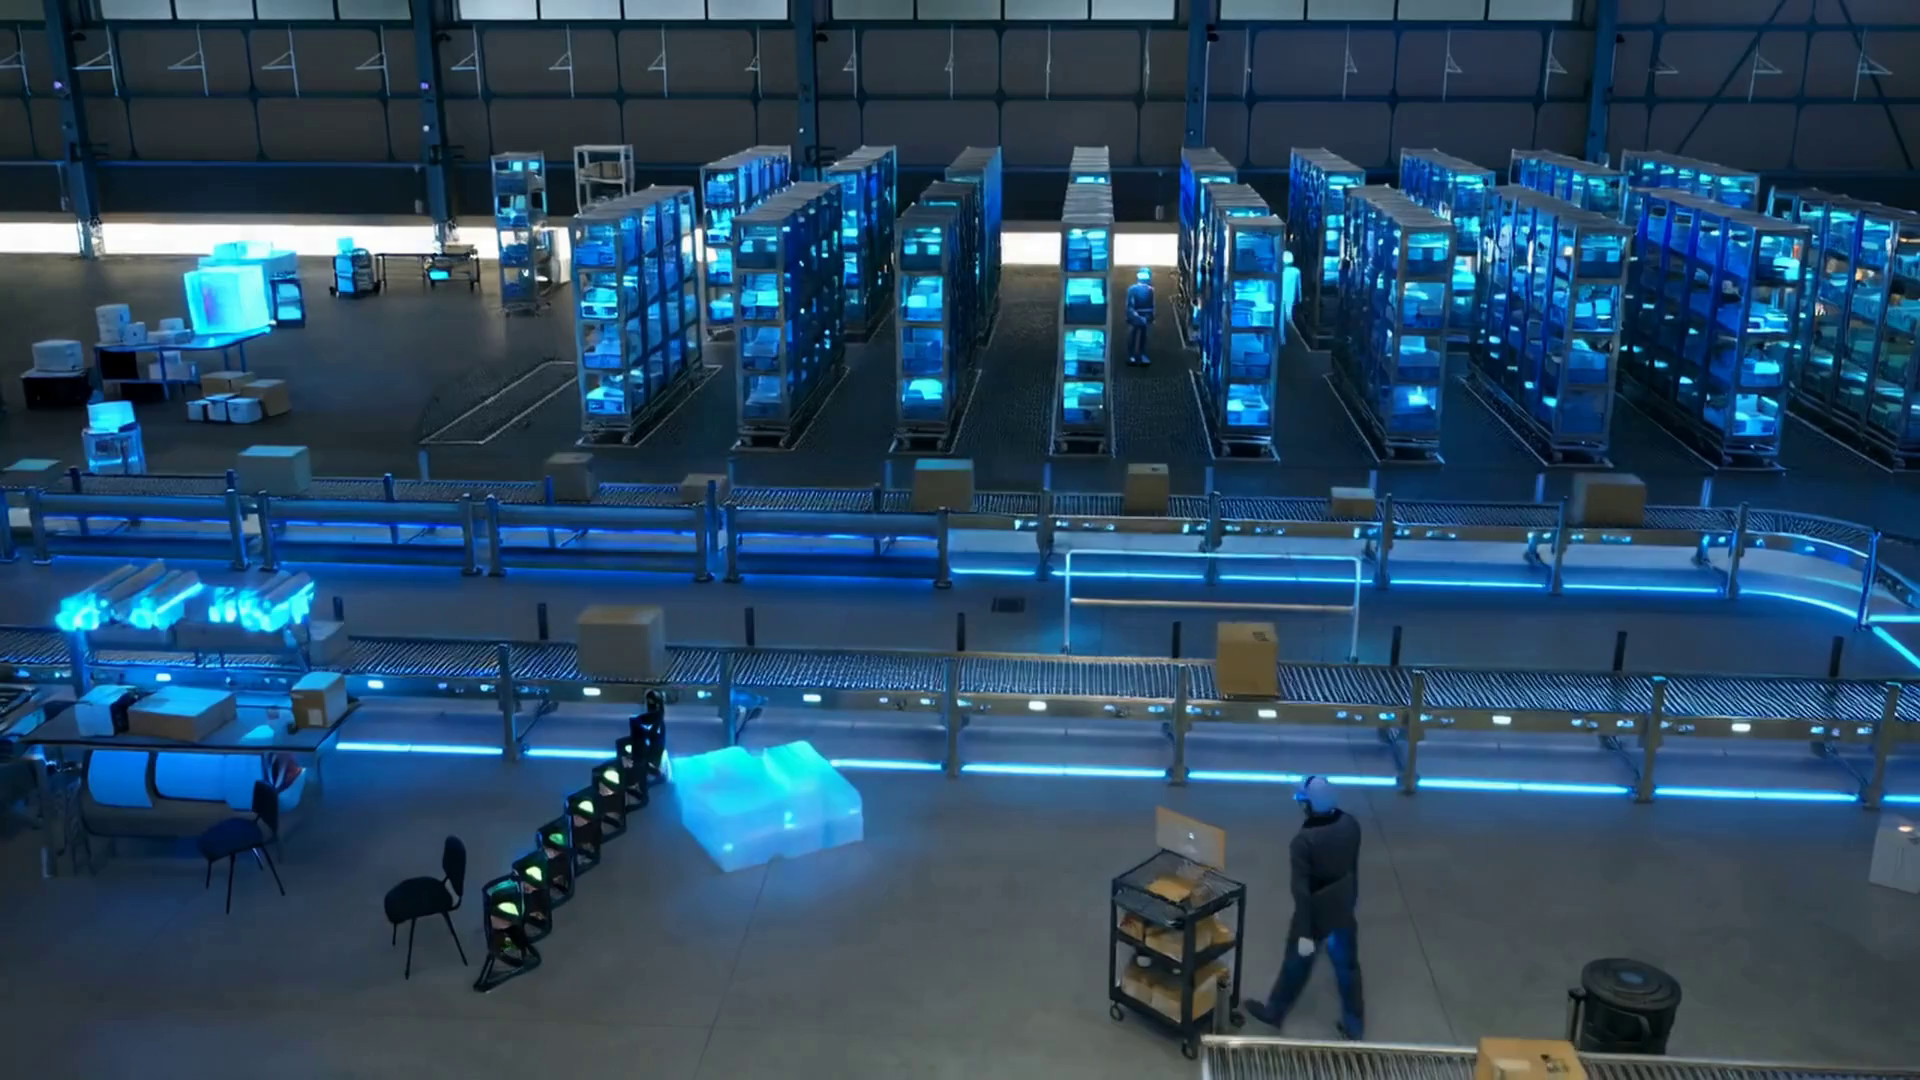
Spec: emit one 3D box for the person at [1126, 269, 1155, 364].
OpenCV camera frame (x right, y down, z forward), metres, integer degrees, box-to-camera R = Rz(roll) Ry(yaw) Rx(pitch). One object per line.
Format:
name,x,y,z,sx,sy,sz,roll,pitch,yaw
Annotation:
person,3.521,-4.357,32.379,0.587,1.837,0.403,-4,18,-13

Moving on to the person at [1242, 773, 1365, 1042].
person,2.343,2.416,10.891,0.668,1.851,0.830,-14,23,-38

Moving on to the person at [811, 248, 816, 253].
person,-3.490,-6.713,39.851,0.396,1.839,0.564,-1,18,-4

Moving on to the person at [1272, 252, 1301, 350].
person,6.614,-4.900,33.889,0.618,1.977,0.658,-1,18,-4
